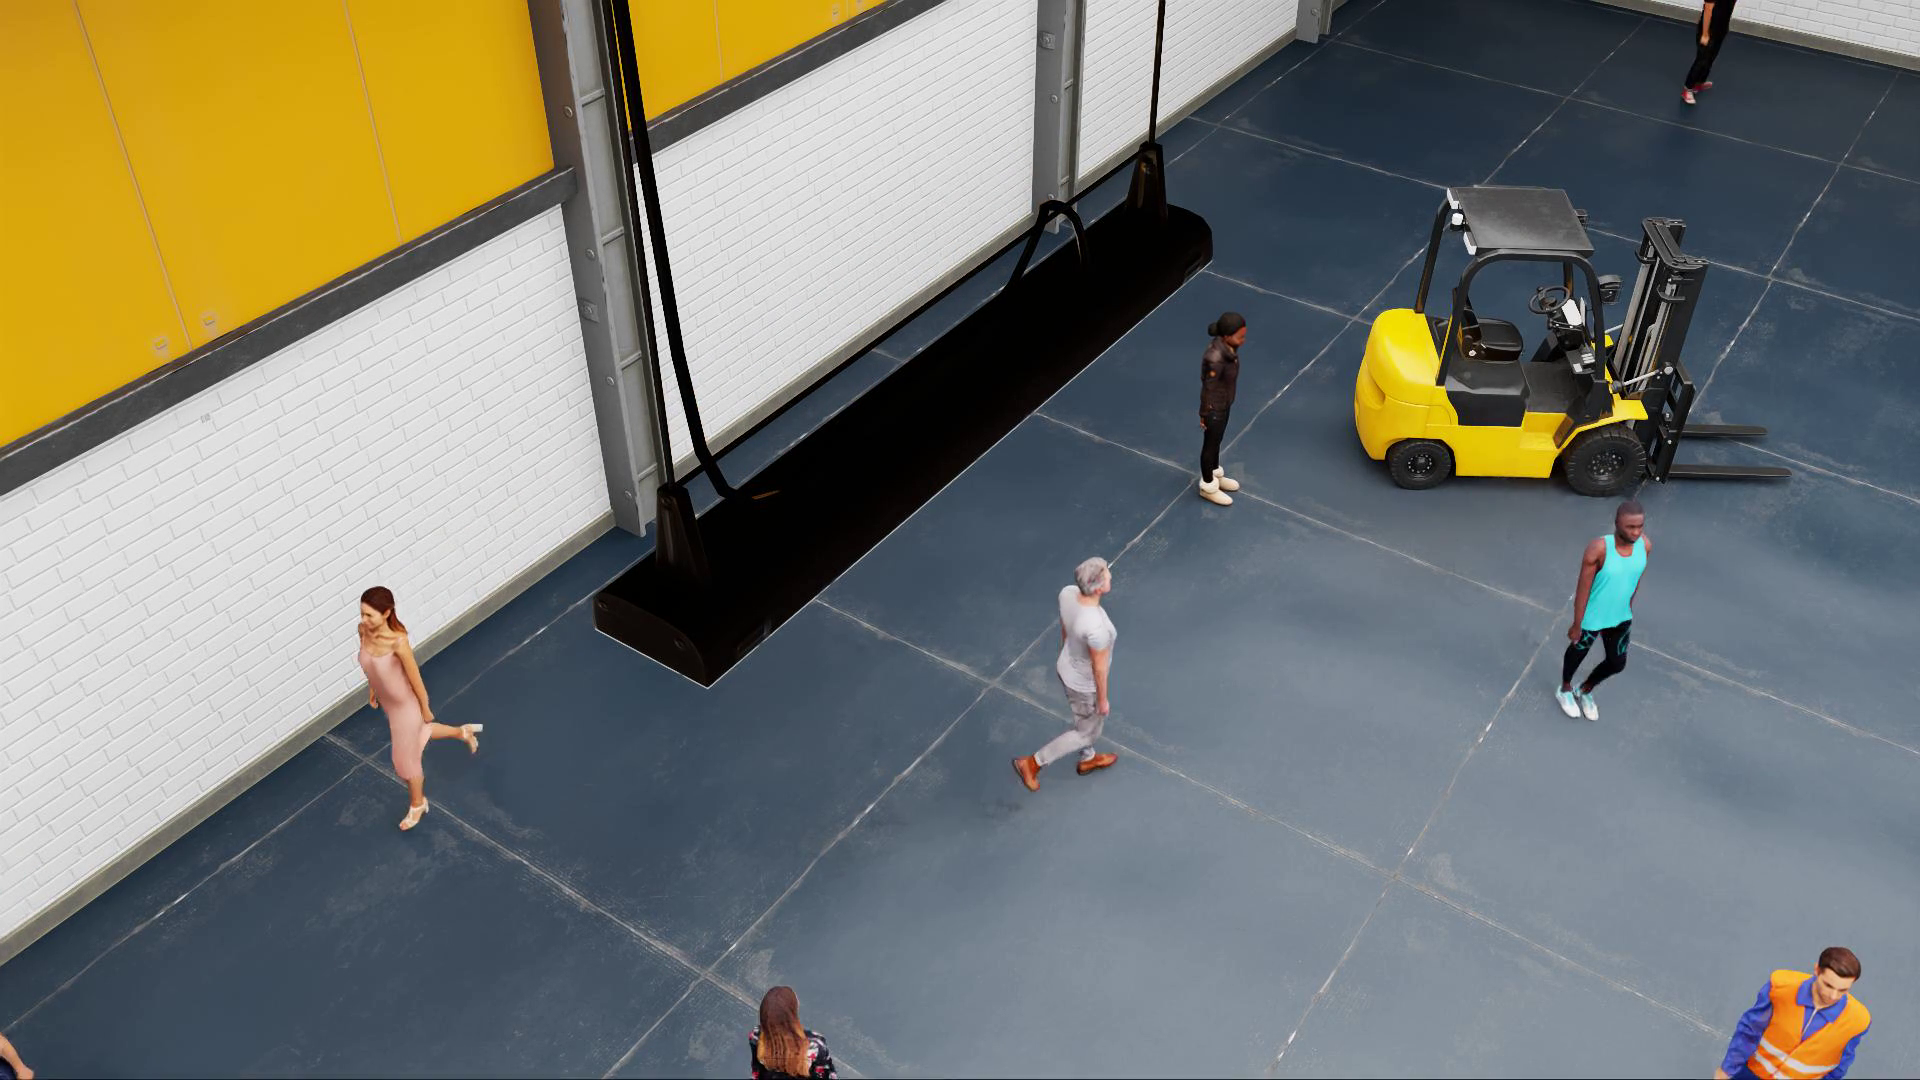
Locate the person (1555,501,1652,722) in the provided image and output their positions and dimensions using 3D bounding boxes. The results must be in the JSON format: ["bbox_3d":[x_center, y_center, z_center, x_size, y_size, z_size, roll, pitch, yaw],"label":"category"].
[{"bbox_3d":[4.170,0.414,10.933,0.781,1.797,0.839,-6,39,-8],"label":"person"}]

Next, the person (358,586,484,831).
[{"bbox_3d":[-3.369,0.949,10.252,0.612,1.811,1.000,25,45,28],"label":"person"}]

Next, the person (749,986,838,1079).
[{"bbox_3d":[-0.812,2.796,8.061,0.706,1.660,1.029,13,40,16],"label":"person"}]

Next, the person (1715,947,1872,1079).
[{"bbox_3d":[4.038,2.559,8.227,0.676,1.823,1.197,22,44,25],"label":"person"}]

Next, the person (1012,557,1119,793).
[{"bbox_3d":[0.691,0.882,10.334,1.141,1.815,1.040,-11,40,-14],"label":"person"}]

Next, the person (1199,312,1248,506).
[{"bbox_3d":[1.977,-1.041,12.865,0.635,1.661,0.702,-23,44,-26],"label":"person"}]

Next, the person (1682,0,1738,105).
[{"bbox_3d":[8.506,-5.794,18.764,0.977,1.725,0.609,28,46,30],"label":"person"}]
